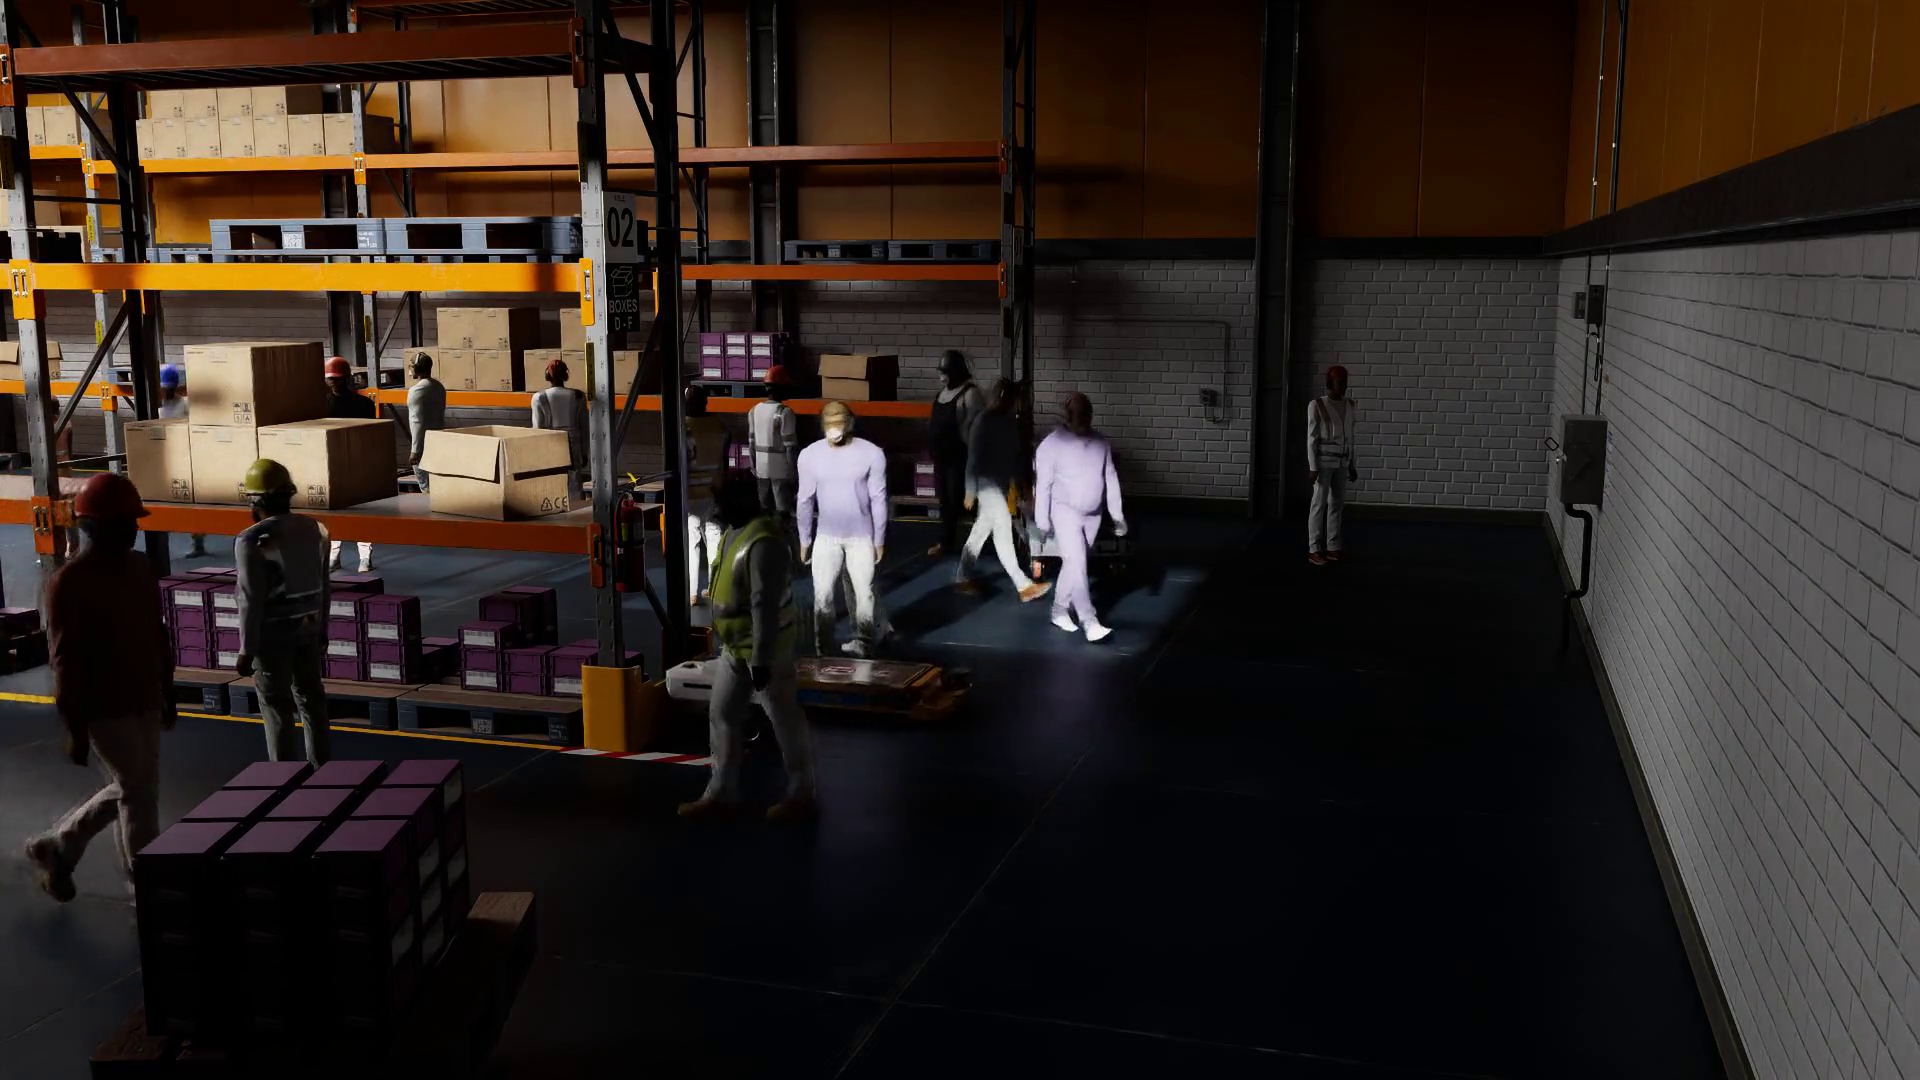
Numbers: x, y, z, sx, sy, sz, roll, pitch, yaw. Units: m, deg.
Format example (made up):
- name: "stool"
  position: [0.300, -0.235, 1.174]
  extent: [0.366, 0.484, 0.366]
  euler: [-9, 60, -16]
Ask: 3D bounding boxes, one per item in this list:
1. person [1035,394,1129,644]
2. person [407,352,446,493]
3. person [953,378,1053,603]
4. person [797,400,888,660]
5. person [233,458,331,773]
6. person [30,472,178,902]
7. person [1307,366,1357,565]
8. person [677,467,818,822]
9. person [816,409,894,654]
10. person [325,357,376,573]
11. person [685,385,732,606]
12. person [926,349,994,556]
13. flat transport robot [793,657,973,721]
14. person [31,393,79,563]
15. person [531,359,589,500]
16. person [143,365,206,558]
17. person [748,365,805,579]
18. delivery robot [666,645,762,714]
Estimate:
- name: "person"
  position: [0.936, -0.164, 12.542]
  extent: [0.643, 1.857, 0.988]
  euler: [-7, 11, -35]
- name: "person"
  position: [-5.501, -0.964, 17.160]
  extent: [0.361, 1.938, 0.635]
  euler: [1, 9, 6]
- name: "person"
  position: [0.366, -0.416, 14.010]
  extent: [1.032, 1.874, 0.646]
  euler: [5, 11, 29]
- name: "person"
  position: [-0.803, -0.007, 11.423]
  extent: [0.631, 1.917, 0.468]
  euler: [1, 9, 8]
- name: "person"
  position: [-3.529, 0.487, 8.648]
  extent: [0.404, 1.827, 0.602]
  euler: [4, 10, 23]
- name: "person"
  position: [-3.638, 0.679, 7.076]
  extent: [0.848, 1.968, 0.622]
  euler: [2, 9, 9]
- name: "person"
  position: [3.533, -0.708, 15.771]
  extent: [0.574, 1.884, 0.356]
  euler: [-6, 11, -31]
- name: "person"
  position: [-1.095, 0.545, 8.356]
  extent: [0.822, 1.798, 0.752]
  euler: [-4, 10, -25]
- name: "person"
  position: [-0.778, -0.061, 11.949]
  extent: [0.565, 1.841, 0.410]
  euler: [-9, 13, -43]
- name: "person"
  position: [-5.670, -0.688, 15.309]
  extent: [0.626, 1.992, 0.387]
  euler: [-1, 9, -8]
- name: "person"
  position: [-2.199, -0.372, 13.853]
  extent: [0.429, 1.844, 0.627]
  euler: [9, 13, 42]
- name: "person"
  position: [-0.021, -0.856, 16.192]
  extent: [0.673, 2.000, 0.689]
  euler: [-6, 11, -33]
- name: "flat transport robot"
  position: [-0.690, 0.932, 10.676]
  extent: [1.431, 0.197, 0.652]
  euler: [3, 10, 17]
- name: "person"
  position: [-8.624, -0.594, 15.819]
  extent: [0.306, 1.640, 0.522]
  euler: [2, 9, 10]
- name: "person"
  position: [-4.039, -0.884, 16.846]
  extent: [0.572, 1.883, 0.358]
  euler: [-5, 11, -28]
- name: "person"
  position: [-7.474, -0.705, 15.769]
  extent: [0.592, 1.879, 0.991]
  euler: [-1, 9, -6]
- name: "person"
  position: [-1.645, -0.604, 15.002]
  extent: [0.562, 1.932, 0.373]
  euler: [8, 12, 39]
- name: "delivery robot"
  position: [-1.383, 0.869, 9.913]
  extent: [0.707, 0.478, 0.477]
  euler: [3, 10, 16]
